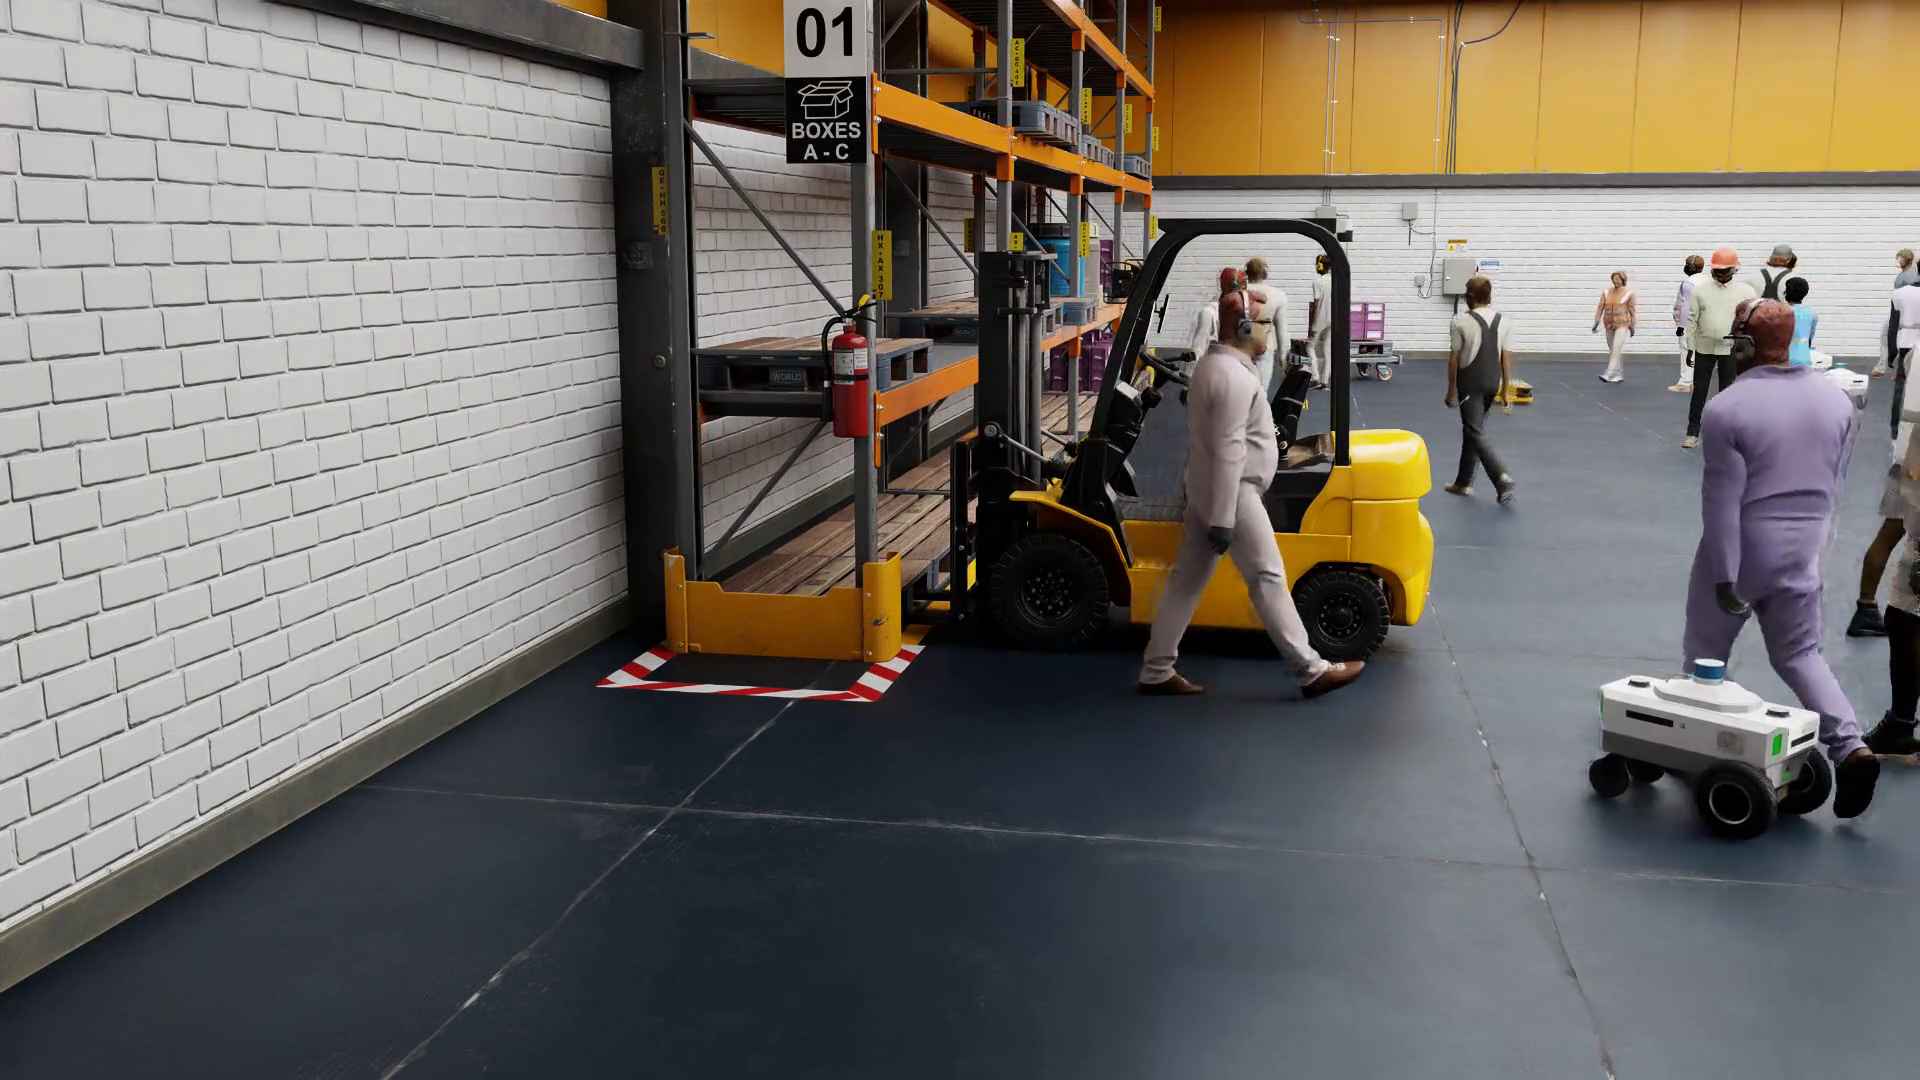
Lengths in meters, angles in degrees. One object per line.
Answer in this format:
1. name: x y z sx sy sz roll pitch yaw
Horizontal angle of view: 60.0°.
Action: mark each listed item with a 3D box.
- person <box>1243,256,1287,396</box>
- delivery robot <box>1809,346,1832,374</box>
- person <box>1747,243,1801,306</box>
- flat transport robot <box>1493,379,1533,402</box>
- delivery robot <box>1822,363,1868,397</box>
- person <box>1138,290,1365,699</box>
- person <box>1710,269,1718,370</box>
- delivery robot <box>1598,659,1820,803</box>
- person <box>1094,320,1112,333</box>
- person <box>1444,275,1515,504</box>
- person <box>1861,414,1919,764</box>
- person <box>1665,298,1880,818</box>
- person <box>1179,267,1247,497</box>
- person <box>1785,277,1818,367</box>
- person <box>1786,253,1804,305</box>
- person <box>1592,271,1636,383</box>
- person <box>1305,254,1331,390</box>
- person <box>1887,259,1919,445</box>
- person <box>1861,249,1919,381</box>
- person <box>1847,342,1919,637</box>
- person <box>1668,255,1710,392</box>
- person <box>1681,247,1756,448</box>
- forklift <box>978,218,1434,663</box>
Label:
1. person: 2.922 -1.867 16.565 0.636 1.903 0.997 3 11 16
2. delivery robot: 11.952 -2.483 23.374 0.707 0.478 0.477 -8 13 -39
3. person: 10.720 -2.916 21.932 0.687 2.000 0.671 9 13 39
4. flat transport robot: 6.938 -1.935 21.407 0.652 0.197 1.431 2 11 11
5. delivery robot: 10.666 -1.901 20.187 0.707 0.478 0.477 -5 11 -25
6. person: 1.293 -0.180 7.446 1.023 1.851 0.657 -1 10 -4
7. person: 11.812 -3.461 26.023 0.525 1.639 0.307 -1 10 -8
8. delivery robot: 2.710 0.676 6.059 0.477 0.478 0.707 -8 13 -39
9. person: 2.407 -3.721 27.300 0.531 1.693 0.320 -1 10 -7
10. person: 4.156 -1.187 13.147 0.497 1.802 0.926 -3 11 -18
11. person: 3.818 -0.058 6.516 0.681 1.959 0.458 -10 14 -42
12. person: 2.984 0.061 6.072 0.637 1.873 0.863 -2 11 -12
13. person: 1.999 -1.236 13.233 0.518 1.848 0.596 6 12 30
14. person: 8.240 -1.755 16.510 0.536 1.697 0.318 -5 11 -25
15. person: 11.901 -3.214 24.037 0.539 1.869 0.313 -2 11 -13
16. person: 9.331 -3.028 23.766 0.868 1.594 0.522 -8 13 -36
17. person: 4.955 -2.976 22.760 0.537 1.860 0.414 -6 12 -30
18. person: 9.570 -1.883 16.604 0.398 1.920 0.588 -8 13 -38
19. person: 13.547 -3.260 24.150 0.664 1.916 0.662 3 11 17
20. person: 5.135 -0.411 8.643 1.004 1.874 0.553 -3 11 -14
21. person: 9.877 -2.924 22.519 0.625 1.846 0.429 -10 14 -44
22. person: 7.480 -1.880 16.408 0.613 1.985 0.402 6 12 31
23. forklift: 1.285 -0.567 8.635 2.313 2.155 1.214 2 11 11
